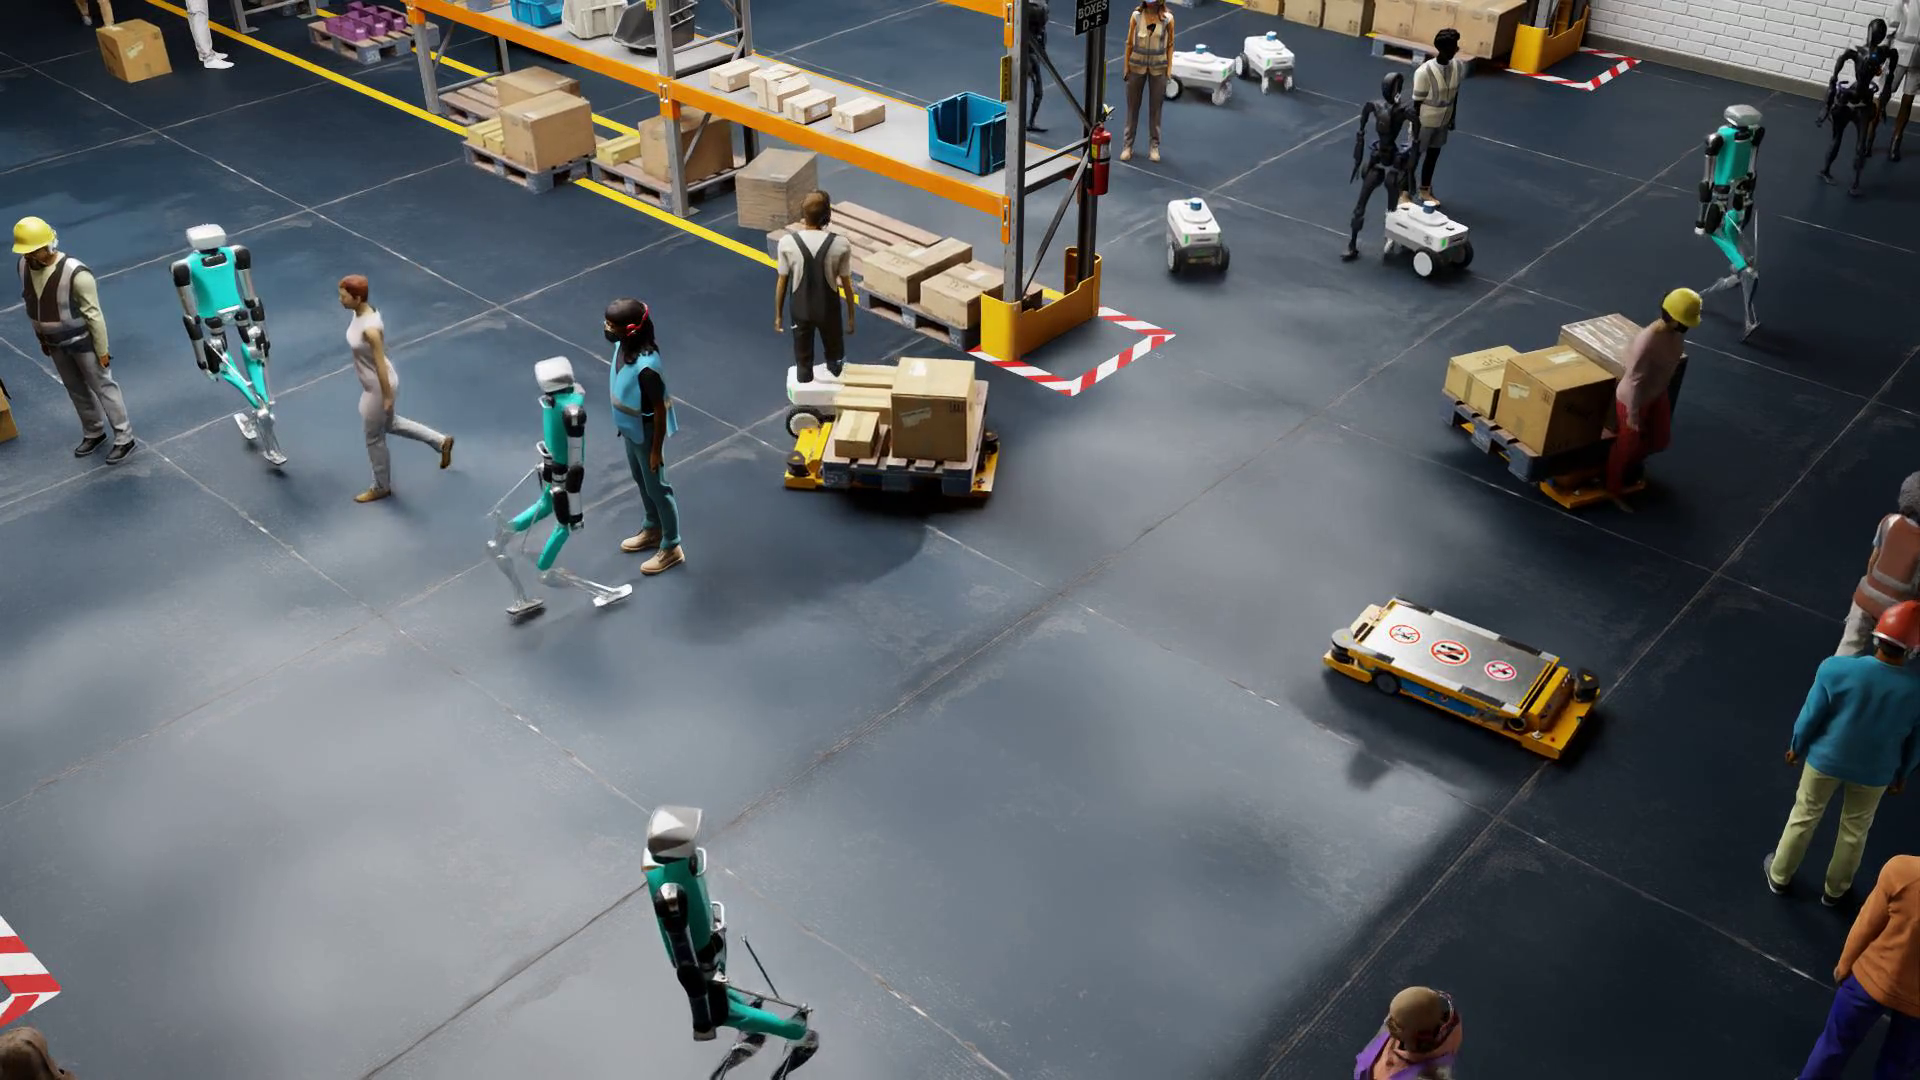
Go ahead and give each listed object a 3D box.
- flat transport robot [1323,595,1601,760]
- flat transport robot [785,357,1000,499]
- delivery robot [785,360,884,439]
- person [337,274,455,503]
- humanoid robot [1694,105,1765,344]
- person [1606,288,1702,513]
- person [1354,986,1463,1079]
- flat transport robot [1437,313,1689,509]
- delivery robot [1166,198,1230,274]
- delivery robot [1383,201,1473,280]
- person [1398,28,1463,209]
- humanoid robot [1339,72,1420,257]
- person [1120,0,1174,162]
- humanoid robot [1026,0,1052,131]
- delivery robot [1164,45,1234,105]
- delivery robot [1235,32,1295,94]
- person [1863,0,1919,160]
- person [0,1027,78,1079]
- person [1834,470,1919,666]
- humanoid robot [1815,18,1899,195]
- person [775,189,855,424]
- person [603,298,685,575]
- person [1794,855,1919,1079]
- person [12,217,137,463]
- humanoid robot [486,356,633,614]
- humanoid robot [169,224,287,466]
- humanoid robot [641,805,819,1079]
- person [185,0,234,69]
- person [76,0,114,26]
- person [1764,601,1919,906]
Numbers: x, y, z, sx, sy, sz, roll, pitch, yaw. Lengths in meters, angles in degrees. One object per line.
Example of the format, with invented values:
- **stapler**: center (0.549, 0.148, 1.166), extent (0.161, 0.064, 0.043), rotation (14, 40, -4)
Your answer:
- **flat transport robot**: center (2.921, 0.766, 9.700), extent (1.431, 0.231, 0.659), rotation (23, 41, 29)
- **flat transport robot**: center (-0.463, -0.574, 11.642), extent (1.431, 0.231, 0.659), rotation (4, 35, 5)
- **delivery robot**: center (-0.894, -1.067, 12.098), extent (0.777, 0.587, 0.499), rotation (-1, 35, -1)
- **person**: center (-3.838, -1.042, 11.108), extent (0.688, 1.633, 0.450), rotation (-16, 38, -22)
- **humanoid robot**: center (6.211, -2.434, 13.067), extent (0.548, 1.757, 1.013), rotation (-14, 37, -19)
- **person**: center (4.494, -0.902, 10.831), extent (0.575, 1.719, 0.448), rotation (-21, 40, -27)
- **person**: center (1.661, 2.290, 6.265), extent (0.534, 1.700, 0.507), rotation (-4, 35, -6)
- **flat transport robot**: center (4.136, -0.708, 11.836), extent (0.659, 0.231, 1.431), rotation (-14, 37, -19)
- **delivery robot**: center (2.029, -2.645, 14.407), extent (0.499, 0.614, 0.808), rotation (-4, 35, -5)
- **delivery robot**: center (4.032, -2.607, 14.351), extent (0.512, 0.613, 0.785), rotation (-21, 40, -27)
- **person**: center (4.274, -3.799, 15.059), extent (0.532, 1.693, 0.320), rotation (-18, 38, -24)
- **humanoid robot**: center (3.632, -3.172, 14.194), extent (0.611, 1.647, 0.604), rotation (22, 41, 29)
- **person**: center (1.813, -4.523, 16.038), extent (0.468, 1.772, 0.322), rotation (5, 35, 7)
- **humanoid robot**: center (0.696, -4.866, 16.623), extent (0.377, 1.632, 0.589), rotation (14, 37, 19)
- **delivery robot**: center (2.530, -4.994, 17.794), extent (0.781, 0.595, 0.499), rotation (14, 37, 20)
- **delivery robot**: center (3.366, -5.239, 18.138), extent (0.499, 0.583, 0.774), rotation (-8, 35, -11)
- **person**: center (9.165, -4.635, 16.070), extent (0.548, 1.927, 0.390), rotation (13, 37, 18)
- **person**: center (-3.219, 2.383, 6.128), extent (0.486, 1.663, 0.341), rotation (-12, 36, -16)
- **person**: center (5.087, 0.364, 9.065), extent (0.782, 1.645, 0.458), rotation (-21, 40, -27)
- **humanoid robot**: center (8.320, -4.019, 15.415), extent (0.610, 1.630, 0.682), rotation (4, 35, 5)
- **person**: center (-1.022, -1.587, 11.738), extent (0.551, 1.834, 0.339), rotation (-3, 35, -4)
- **person**: center (-1.967, -0.654, 10.351), extent (0.376, 1.865, 0.543), rotation (-20, 39, -26)
- **person**: center (3.836, 1.787, 6.730), extent (0.519, 1.972, 0.404), rotation (19, 39, 25)
- **person**: center (-6.115, -1.375, 11.440), extent (0.589, 1.822, 0.414), rotation (12, 36, 17)
- **humanoid robot**: center (-2.521, -0.224, 9.855), extent (0.991, 1.751, 0.542), rotation (-16, 38, -22)
- **humanoid robot**: center (-4.886, -1.266, 11.341), extent (0.990, 1.736, 0.561), rotation (28, 43, 34)
- **humanoid robot**: center (-0.879, 1.813, 6.925), extent (0.769, 1.814, 0.547), rotation (-5, 35, -7)
- **person**: center (-8.443, -6.175, 18.316), extent (0.414, 1.908, 0.642), rotation (-18, 38, -24)
- **person**: center (-10.169, -6.742, 19.278), extent (0.572, 1.732, 0.635), rotation (-24, 41, -31)
- **person**: center (4.296, 1.030, 8.013), extent (0.564, 1.748, 0.336), rotation (15, 37, 21)
